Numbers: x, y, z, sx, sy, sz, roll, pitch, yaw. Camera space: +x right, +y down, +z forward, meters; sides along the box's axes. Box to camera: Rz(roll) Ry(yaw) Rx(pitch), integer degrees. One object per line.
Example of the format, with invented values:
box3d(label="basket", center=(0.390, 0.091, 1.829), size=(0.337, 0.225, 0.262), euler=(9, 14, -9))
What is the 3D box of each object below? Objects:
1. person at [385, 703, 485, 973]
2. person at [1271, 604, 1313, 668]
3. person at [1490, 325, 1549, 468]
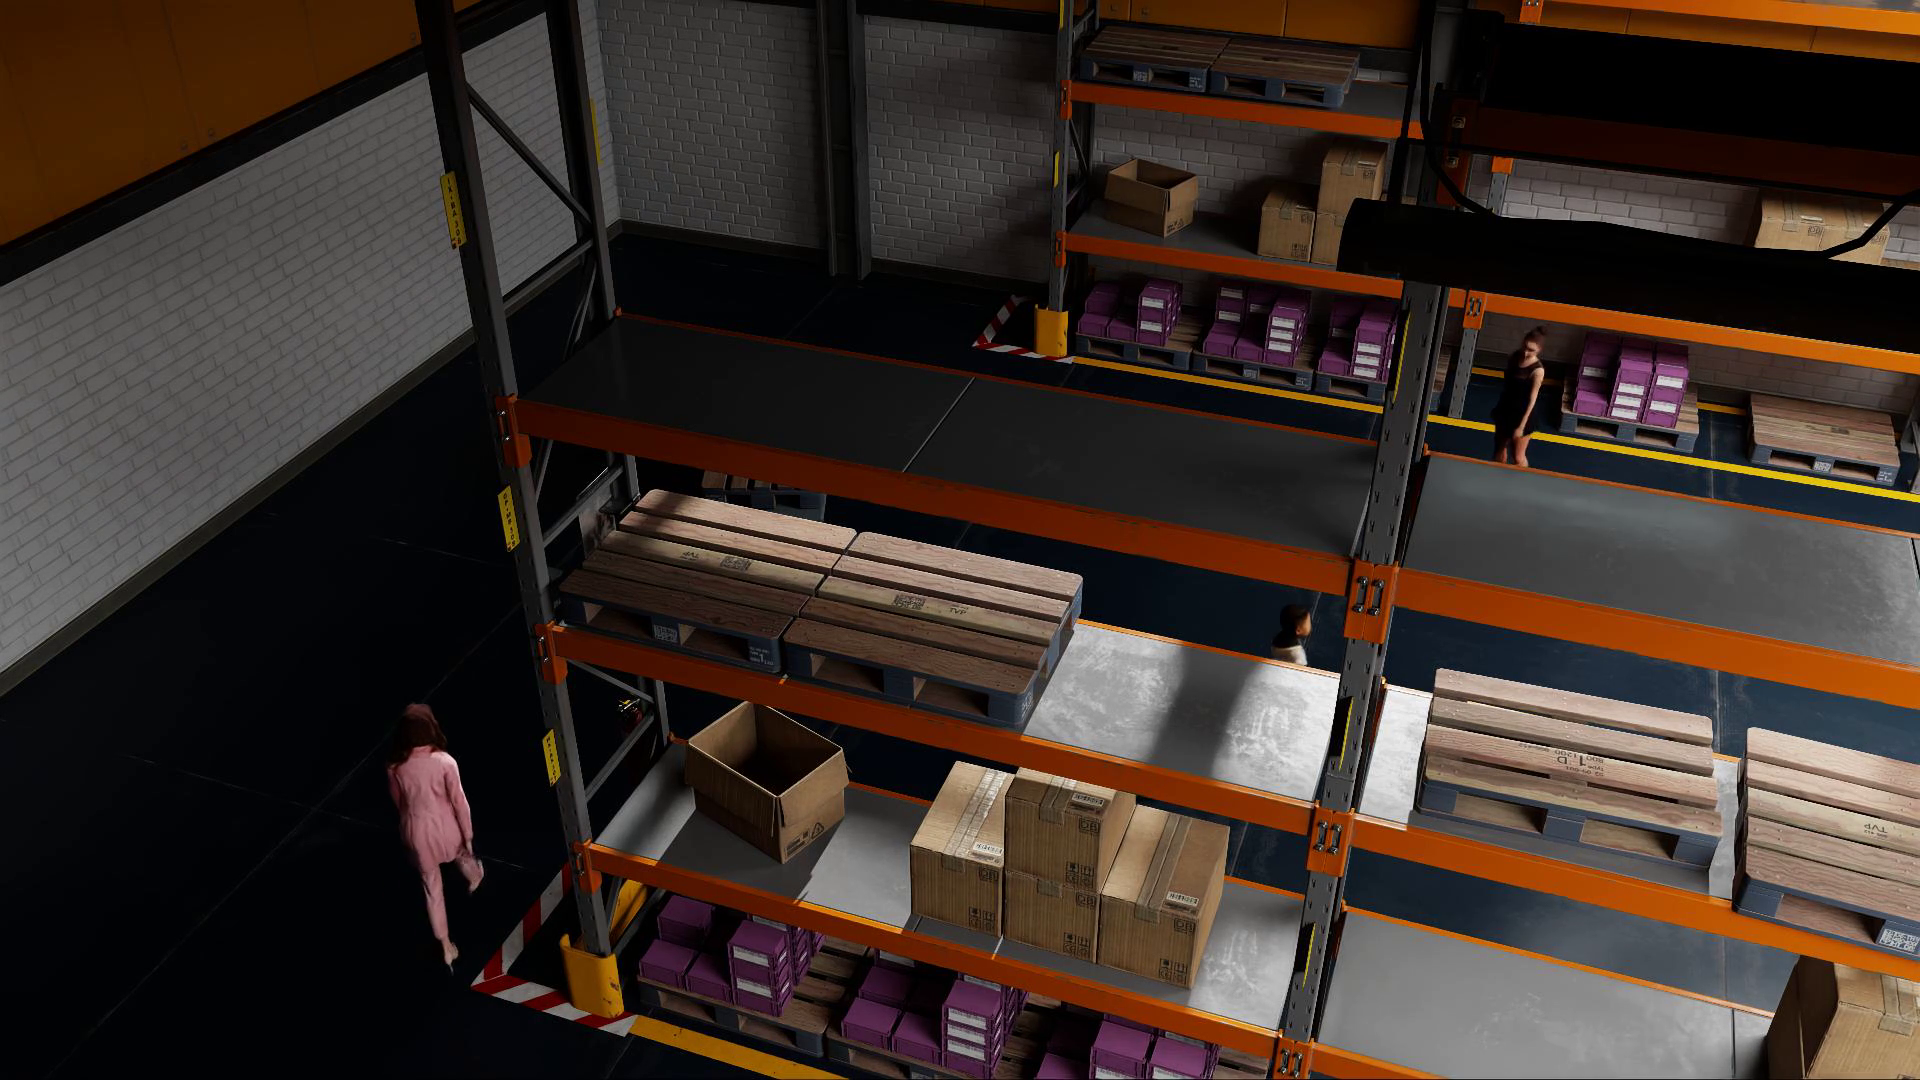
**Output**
box3d(label="person", center=(-3.105, 1.806, 9.770), size=(1.107, 1.760, 1.000), euler=(-4, 34, -6))
box3d(label="person", center=(2.125, 1.056, 11.182), size=(0.864, 1.446, 0.728), euler=(1, 34, 1))
box3d(label="person", center=(4.774, -1.088, 14.201), size=(0.766, 1.676, 0.725), euler=(-4, 34, -5))
